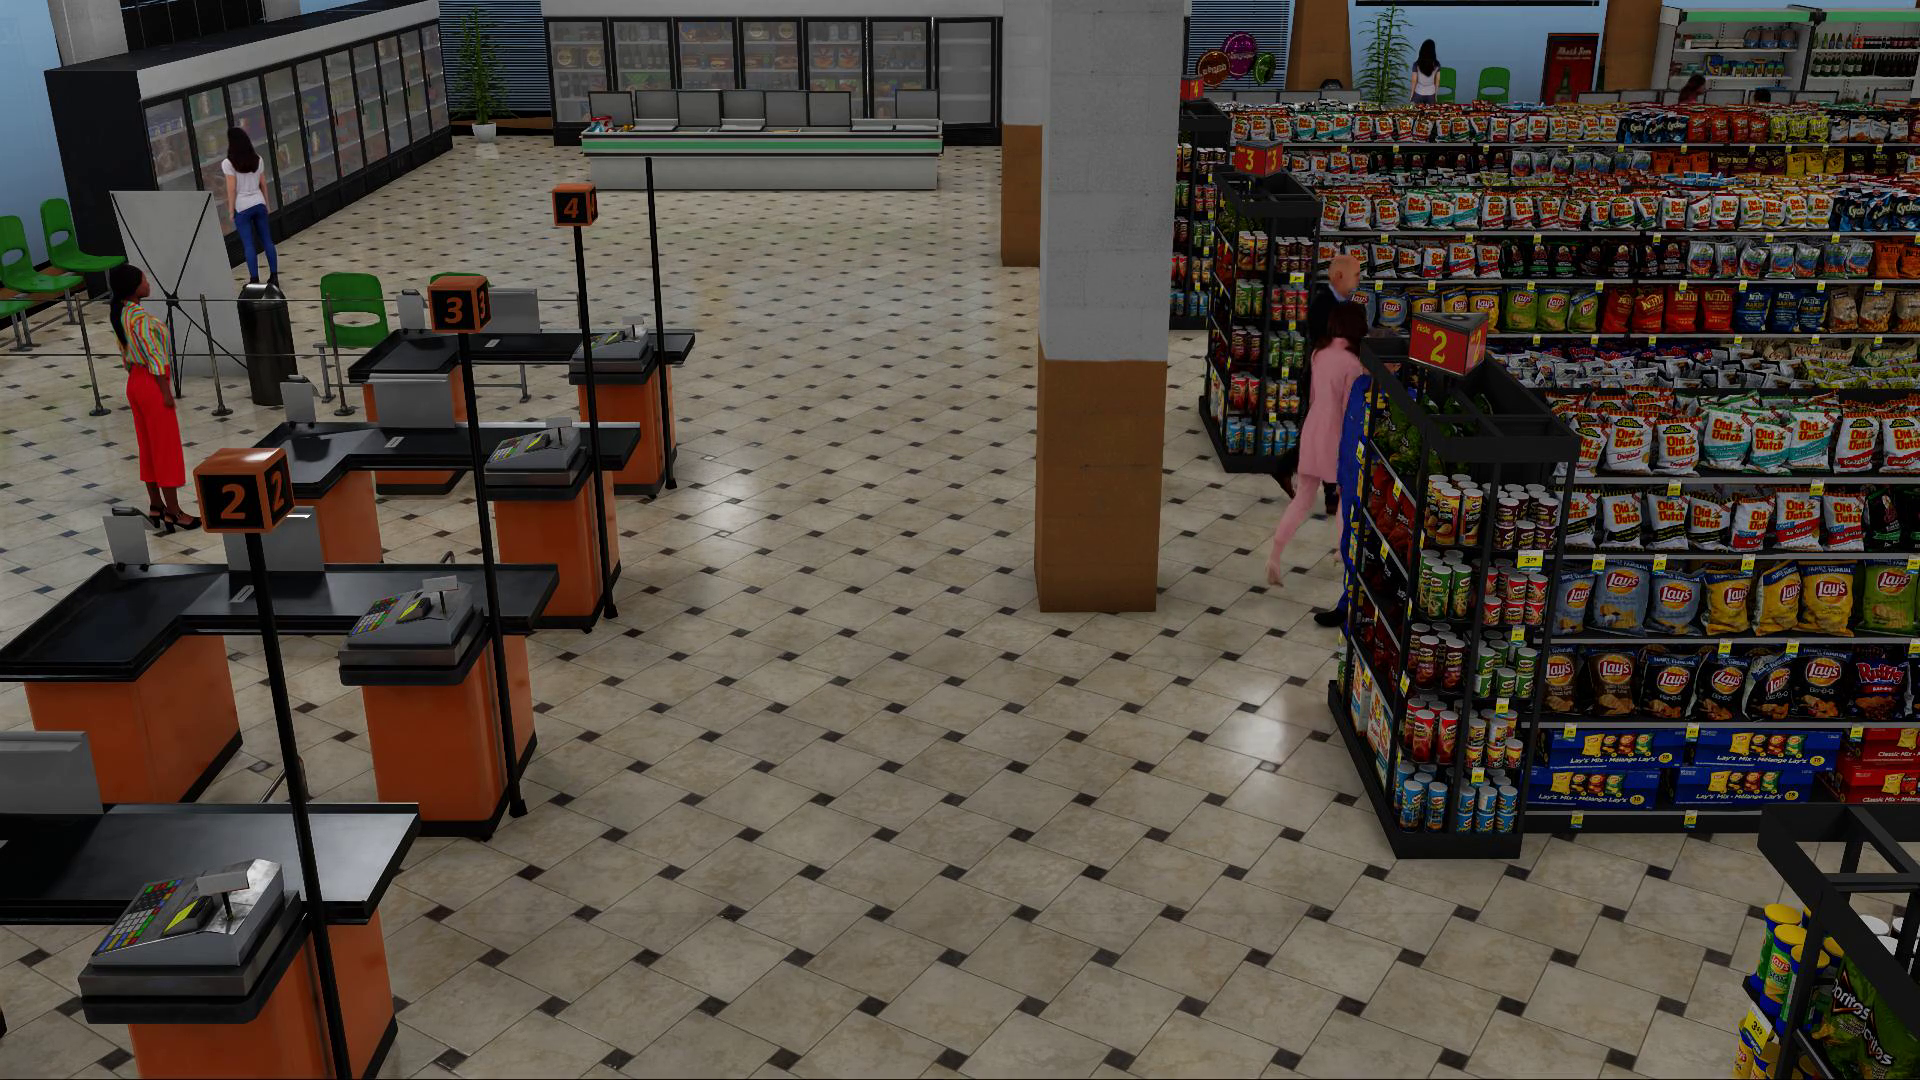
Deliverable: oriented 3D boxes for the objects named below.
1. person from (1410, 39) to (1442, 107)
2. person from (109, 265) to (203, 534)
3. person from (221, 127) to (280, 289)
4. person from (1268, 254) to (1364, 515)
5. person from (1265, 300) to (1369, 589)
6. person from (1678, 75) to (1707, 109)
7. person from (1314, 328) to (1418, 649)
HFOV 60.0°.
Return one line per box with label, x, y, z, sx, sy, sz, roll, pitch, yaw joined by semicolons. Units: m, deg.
person;7.306;-7.013;26.205;0.459;1.707;0.646;0;22;-1
person;-5.327;-0.928;10.947;0.660;1.792;0.744;16;27;35
person;-7.378;-3.417;17.285;0.716;1.685;0.684;16;27;34
person;2.434;-1.057;11.275;1.110;1.785;0.967;11;24;25
person;2.132;-0.514;9.967;1.220;1.754;1.046;-15;26;-33
person;9.309;-5.152;21.573;0.820;1.707;0.746;15;26;32
person;2.322;-0.302;9.339;0.715;1.829;0.787;-9;24;-21
